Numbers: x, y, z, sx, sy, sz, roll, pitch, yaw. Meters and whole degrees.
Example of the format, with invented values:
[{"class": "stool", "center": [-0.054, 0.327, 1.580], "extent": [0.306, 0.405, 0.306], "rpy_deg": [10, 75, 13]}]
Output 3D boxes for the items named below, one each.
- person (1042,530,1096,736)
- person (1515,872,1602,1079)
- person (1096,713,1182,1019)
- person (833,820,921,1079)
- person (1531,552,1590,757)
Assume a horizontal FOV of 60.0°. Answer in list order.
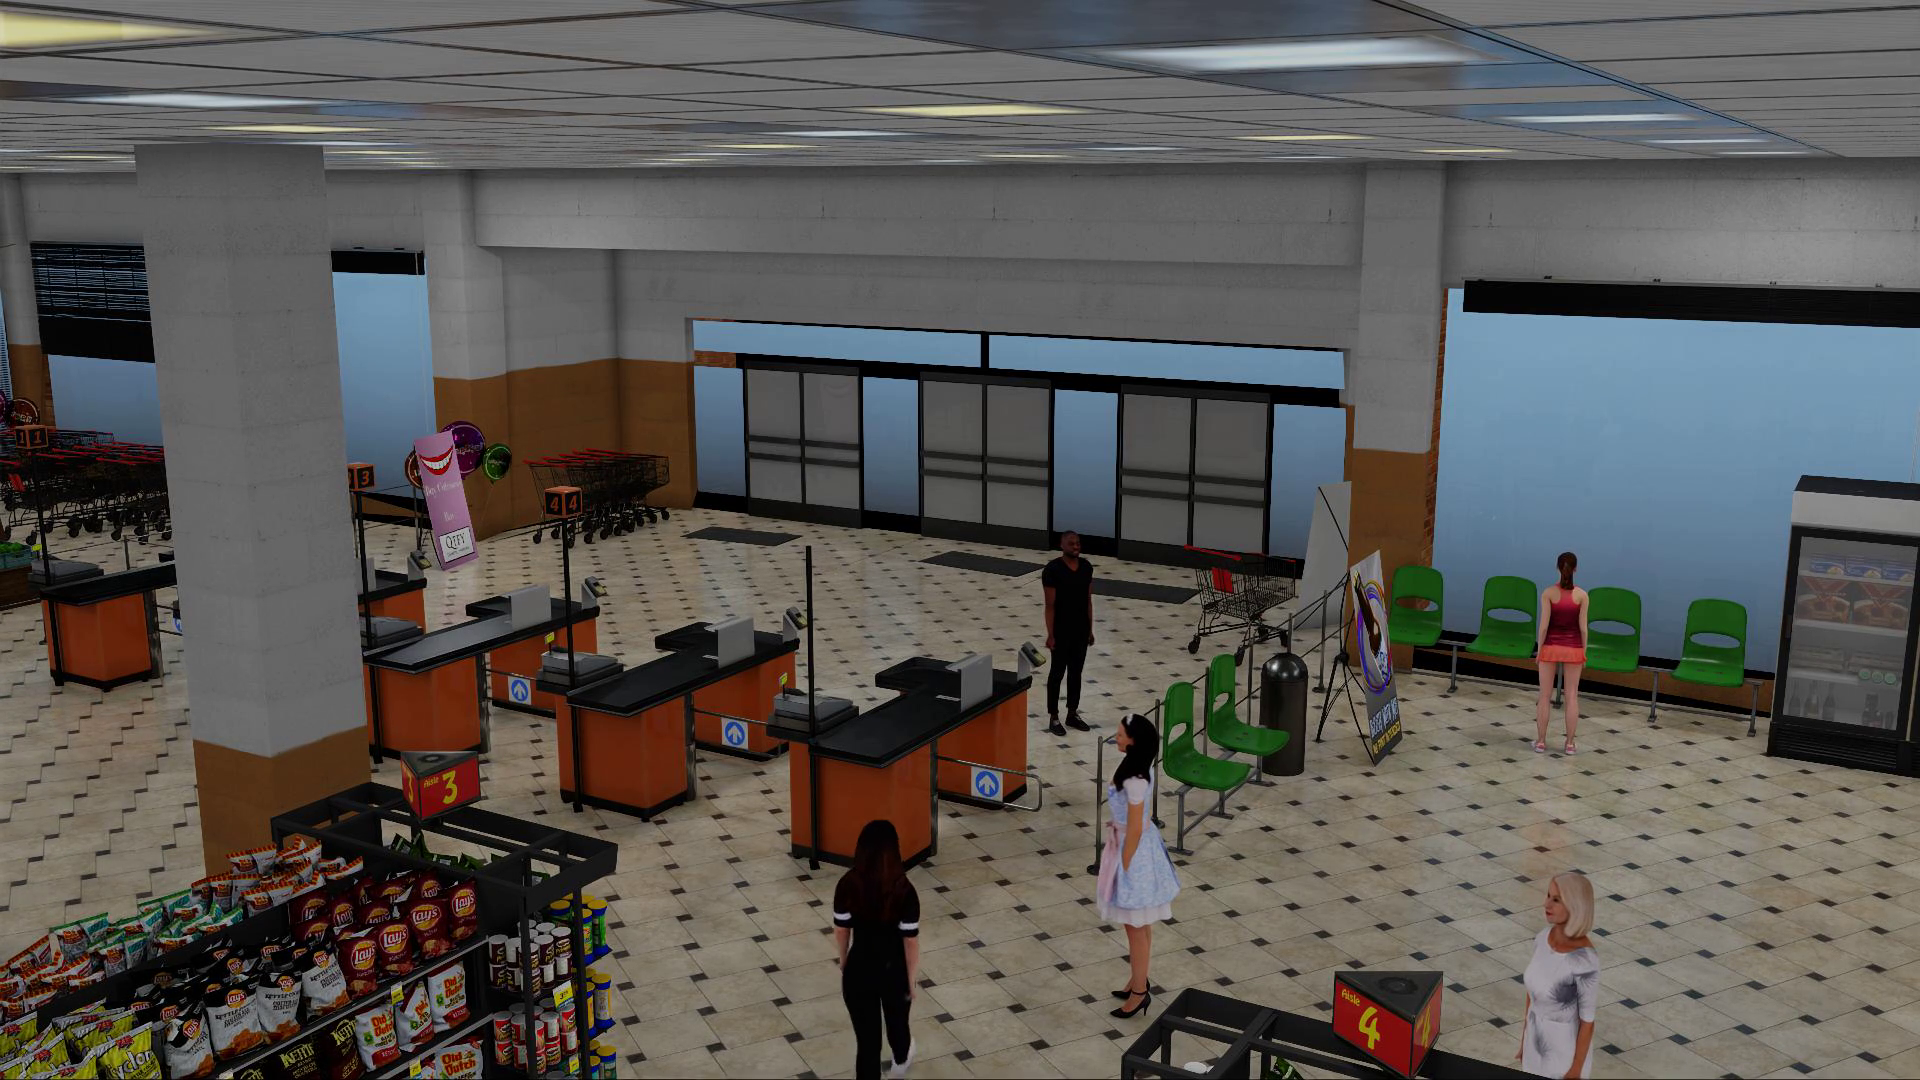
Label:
[{"class": "person", "center": [0.958, 0.801, 14.730], "extent": [0.682, 1.820, 0.810], "rpy_deg": [-7, 14, -30]}, {"class": "person", "center": [2.727, 2.337, 7.598], "extent": [0.688, 1.752, 0.638], "rpy_deg": [-4, 13, -18]}, {"class": "person", "center": [1.006, 1.876, 9.628], "extent": [0.860, 1.818, 0.773], "rpy_deg": [2, 12, 10]}, {"class": "person", "center": [-0.435, 2.244, 8.398], "extent": [0.865, 1.606, 1.123], "rpy_deg": [2, 12, 7]}, {"class": "person", "center": [5.115, 0.955, 14.162], "extent": [0.624, 1.753, 0.628], "rpy_deg": [3, 12, 14]}]
